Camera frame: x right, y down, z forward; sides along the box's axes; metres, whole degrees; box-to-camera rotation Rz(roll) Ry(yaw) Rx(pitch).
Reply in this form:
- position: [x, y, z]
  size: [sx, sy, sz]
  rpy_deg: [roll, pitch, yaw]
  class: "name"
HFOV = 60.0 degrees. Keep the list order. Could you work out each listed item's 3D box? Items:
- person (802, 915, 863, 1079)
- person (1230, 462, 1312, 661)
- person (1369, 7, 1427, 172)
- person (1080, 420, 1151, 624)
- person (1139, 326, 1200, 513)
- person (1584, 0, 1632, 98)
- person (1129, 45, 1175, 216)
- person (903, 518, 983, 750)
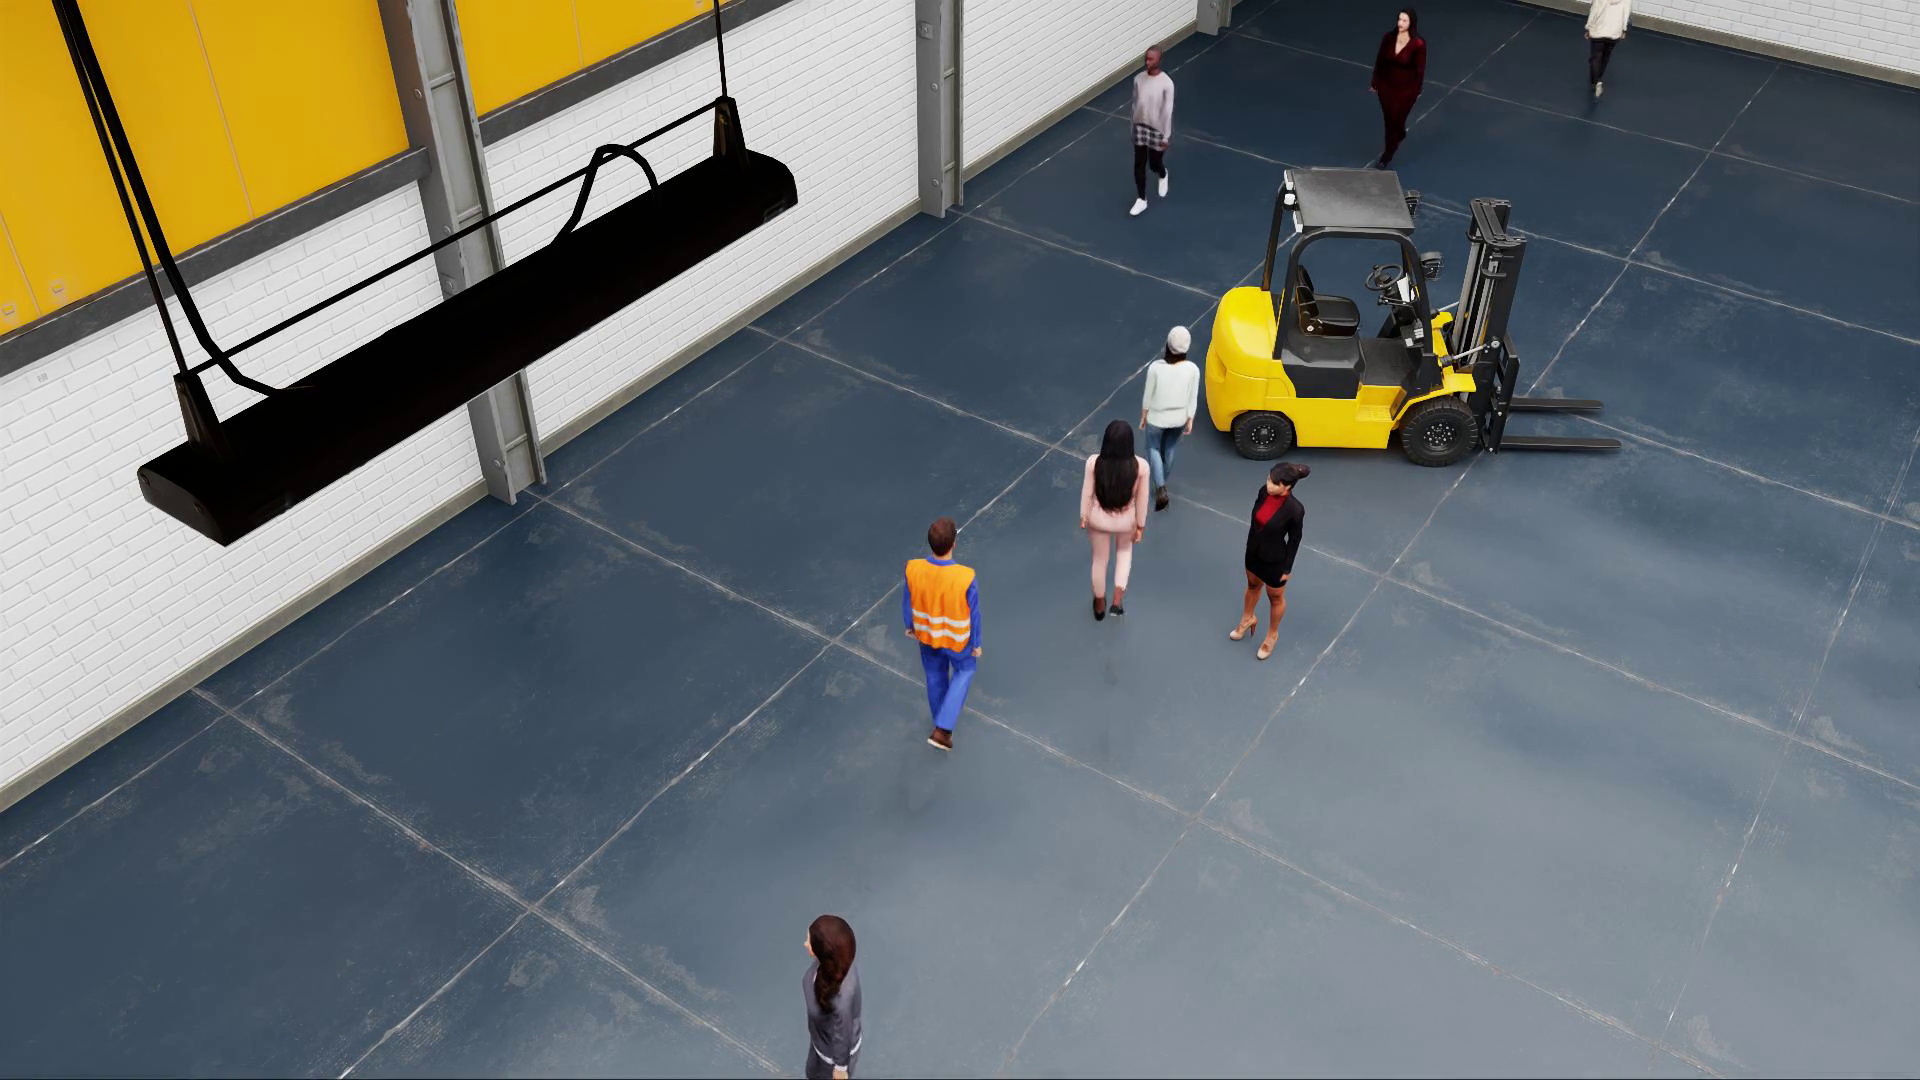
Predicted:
- position: [-0.564, 2.539, 8.529]
  size: [1.013, 1.751, 0.924]
  rpy_deg: [-9, 40, -12]
  class: "person"
- position: [2.156, 0.131, 11.634]
  size: [0.708, 1.639, 0.652]
  rpy_deg: [-25, 45, -28]
  class: "person"
- position: [4.740, -4.867, 17.824]
  size: [0.763, 1.724, 1.053]
  rpy_deg: [30, 47, 32]
  class: "person"
- position: [1.081, -0.068, 11.828]
  size: [0.776, 1.708, 0.827]
  rpy_deg: [1, 39, 2]
  class: "person"
- position: [1.621, -0.909, 12.947]
  size: [0.873, 1.625, 0.981]
  rpy_deg: [0, 39, 0]
  class: "person"
- position: [7.508, -5.865, 19.314]
  size: [0.899, 1.424, 1.027]
  rpy_deg: [3, 39, 4]
  class: "person"
- position: [1.986, -4.196, 16.960]
  size: [0.636, 1.755, 0.855]
  rpy_deg: [22, 43, 25]
  class: "person"
- position: [-0.125, 0.675, 10.779]
  size: [0.842, 1.855, 0.936]
  rpy_deg: [11, 40, 13]
  class: "person"
